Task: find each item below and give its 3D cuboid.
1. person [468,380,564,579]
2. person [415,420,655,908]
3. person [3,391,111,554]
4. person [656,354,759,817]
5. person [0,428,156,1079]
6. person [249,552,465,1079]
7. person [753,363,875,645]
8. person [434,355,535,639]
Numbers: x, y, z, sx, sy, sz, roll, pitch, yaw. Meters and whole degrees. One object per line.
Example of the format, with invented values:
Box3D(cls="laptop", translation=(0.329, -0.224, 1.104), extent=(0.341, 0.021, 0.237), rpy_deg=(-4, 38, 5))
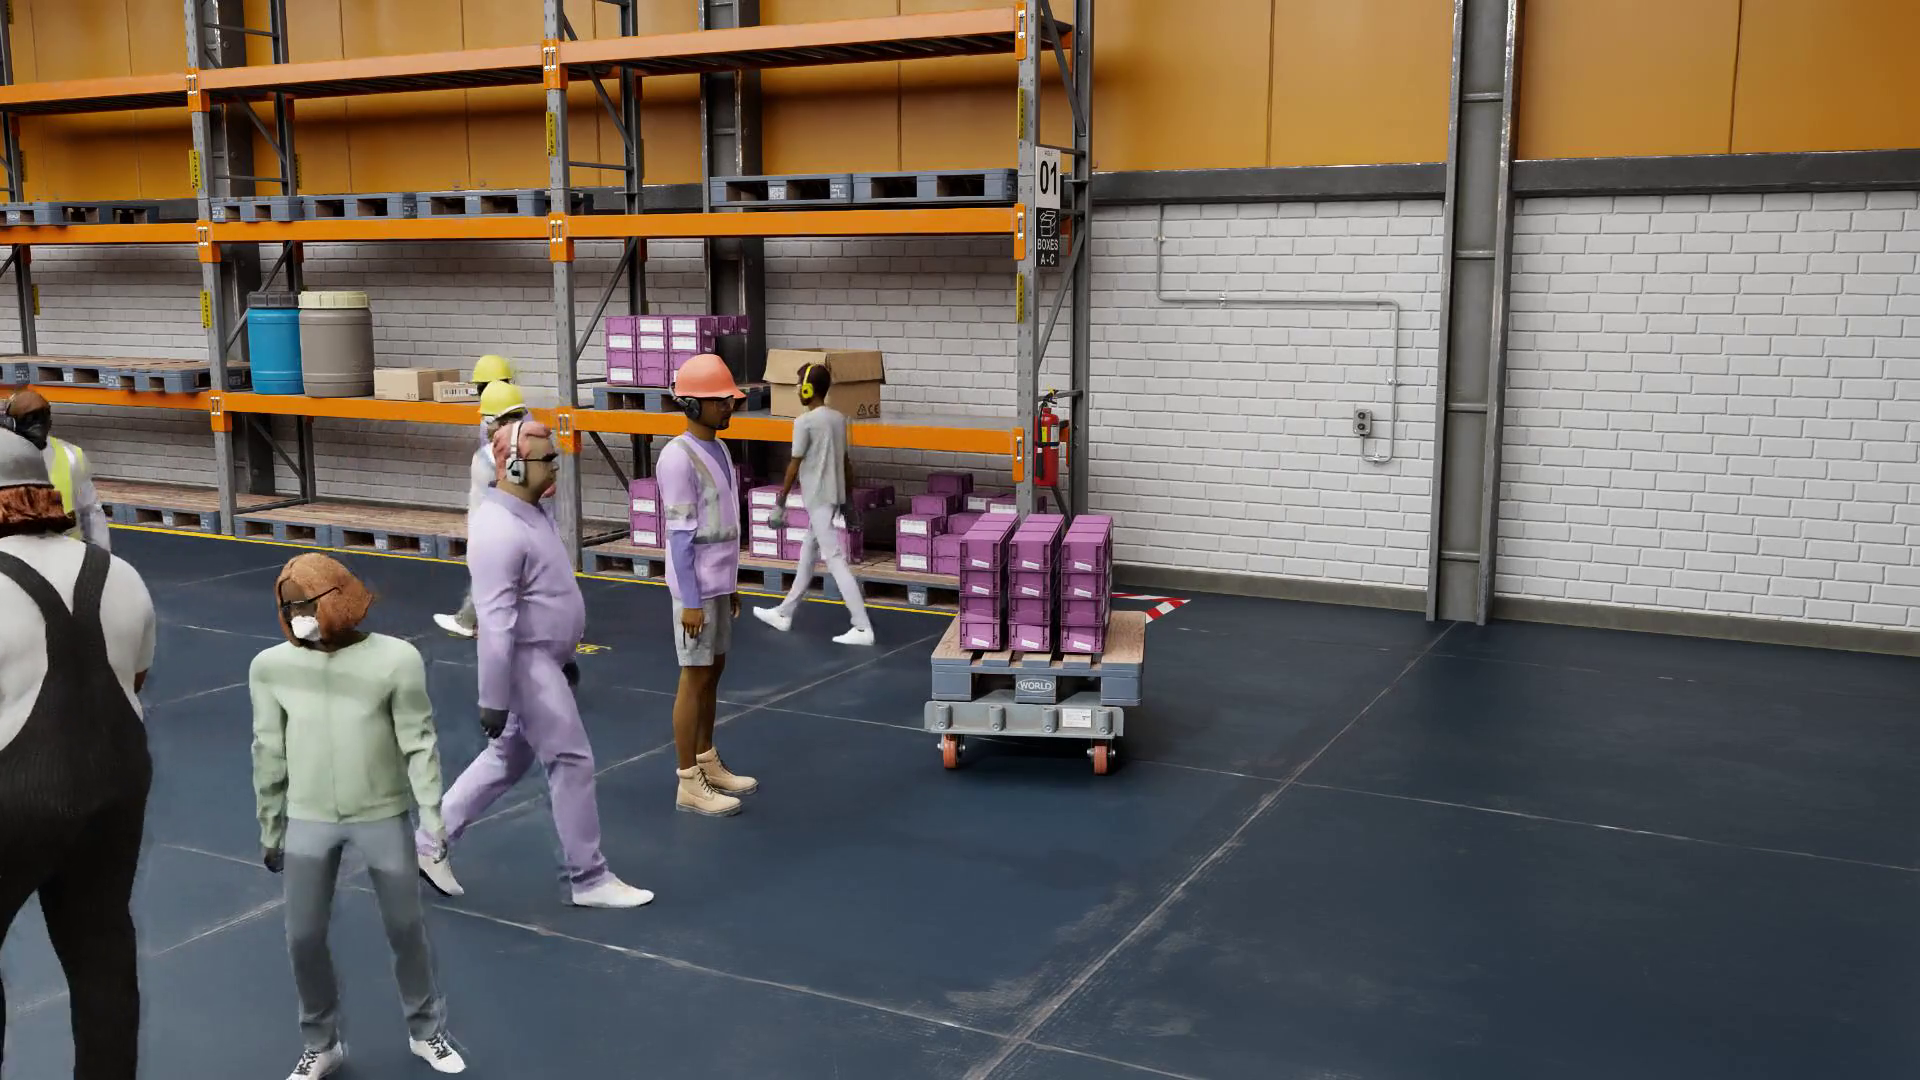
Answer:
Box3D(cls="person", translation=(-2.437, 0.038, 9.090), extent=(0.424, 1.815, 0.621), rpy_deg=(6, 11, 31))
Box3D(cls="person", translation=(-1.683, 0.475, 6.253), extent=(0.922, 1.870, 0.640), rpy_deg=(-2, 9, -9))
Box3D(cls="person", translation=(-4.718, 0.129, 8.604), extent=(0.944, 1.789, 0.654), rpy_deg=(6, 11, 34))
Box3D(cls="person", translation=(-1.120, 0.195, 7.437), extent=(0.371, 2.044, 0.608), rpy_deg=(1, 9, 8))
Box3D(cls="person", translation=(-2.517, 0.677, 4.472), extent=(0.689, 2.000, 0.699), rpy_deg=(5, 10, 27))
Box3D(cls="person", translation=(-1.745, 0.833, 4.892), extent=(0.616, 1.612, 0.350), rpy_deg=(-2, 9, -11))
Box3D(cls="person", translation=(-0.965, -0.232, 10.808), extent=(1.012, 1.813, 0.528), rpy_deg=(4, 10, 26))
Box3D(cls="person", translation=(-2.932, -0.254, 10.738), extent=(1.015, 1.861, 0.587), rpy_deg=(3, 10, 17))
